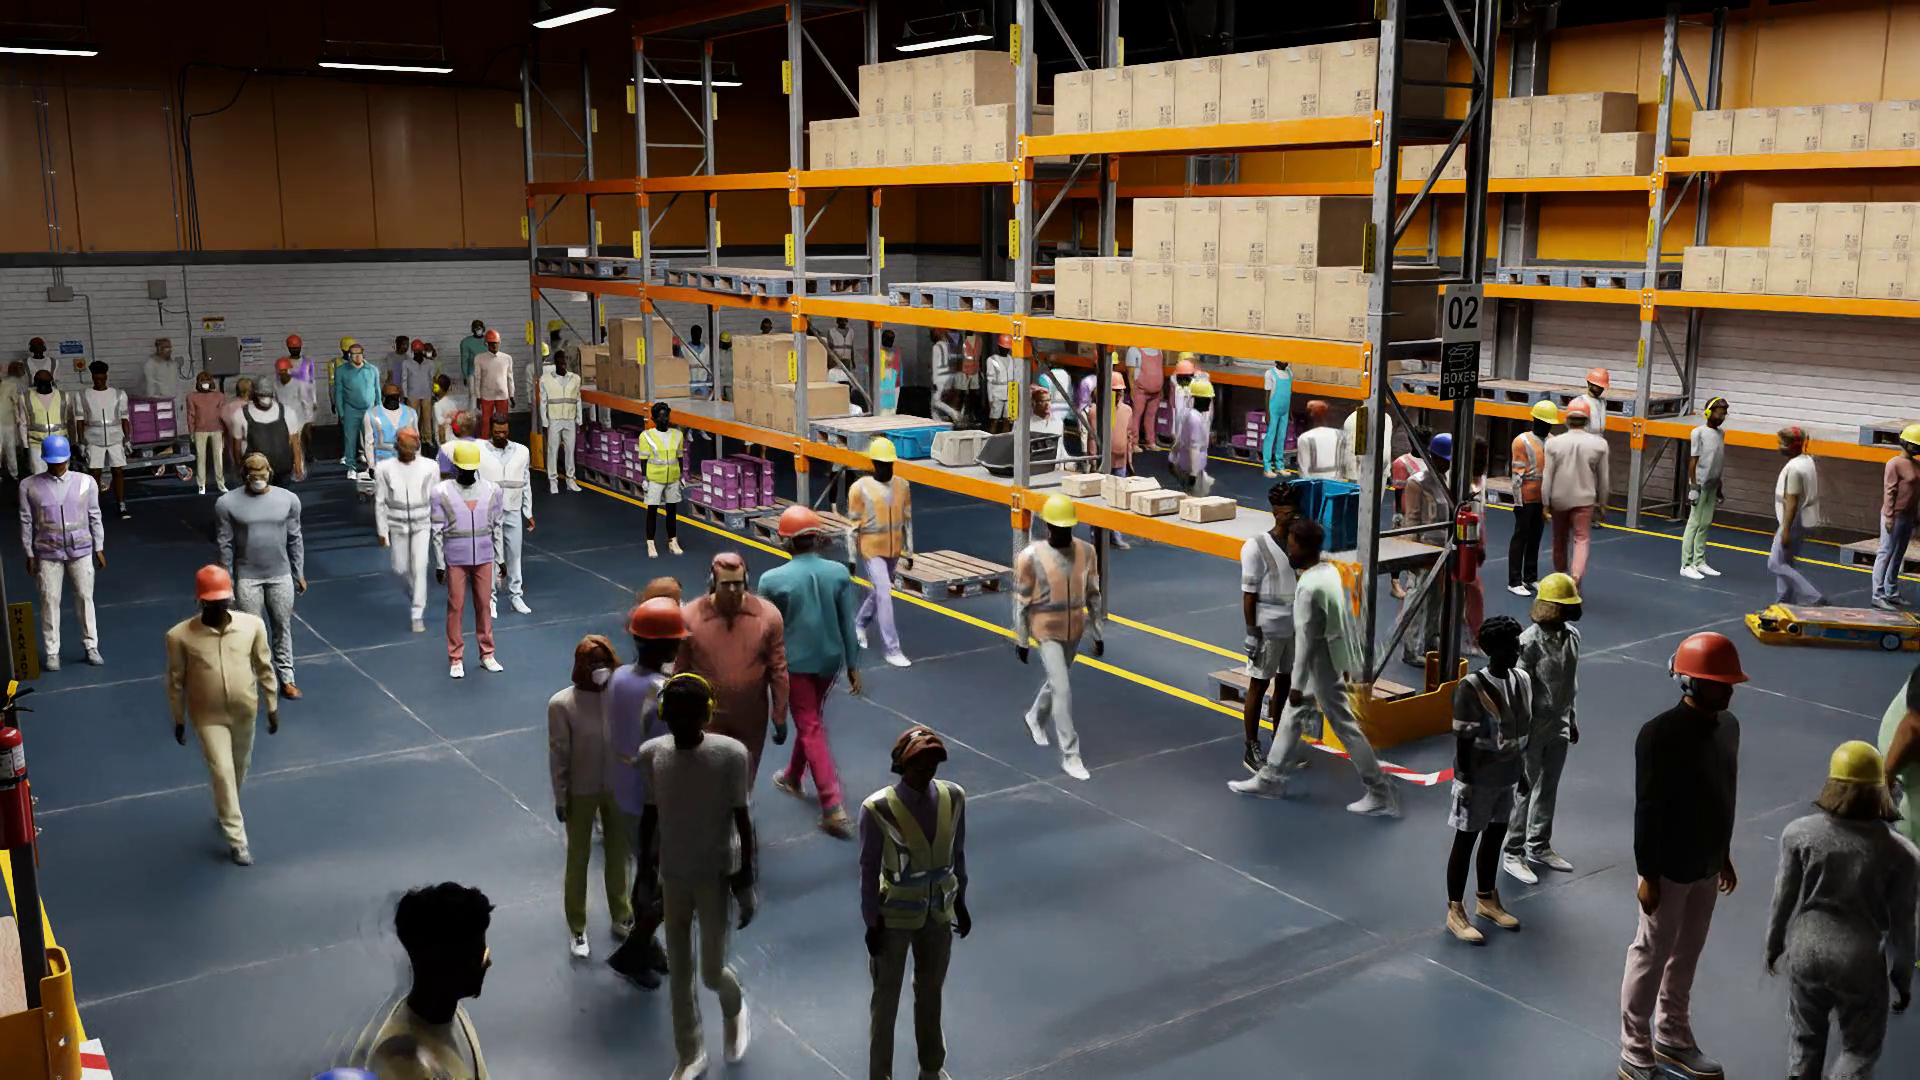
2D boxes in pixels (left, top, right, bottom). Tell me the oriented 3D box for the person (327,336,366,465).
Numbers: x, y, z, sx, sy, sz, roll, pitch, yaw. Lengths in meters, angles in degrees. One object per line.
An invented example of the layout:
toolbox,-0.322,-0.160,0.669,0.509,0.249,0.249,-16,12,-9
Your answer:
person,-9.111,-2.088,24.853,0.585,1.917,0.380,-7,13,-33

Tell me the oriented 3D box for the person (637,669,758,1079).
person,-1.110,1.428,7.041,0.566,1.849,0.442,3,11,13

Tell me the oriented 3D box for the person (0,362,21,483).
person,-13.277,-1.635,22.980,0.562,1.742,0.337,-7,13,-33

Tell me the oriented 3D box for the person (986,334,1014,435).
person,0.655,-2.172,25.258,0.543,1.928,0.372,-7,13,-33

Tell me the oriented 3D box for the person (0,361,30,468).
person,-13.770,-1.802,24.202,0.741,1.603,0.513,1,11,3

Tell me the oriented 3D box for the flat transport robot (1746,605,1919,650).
flat transport robot,7.723,0.749,14.562,1.431,0.197,0.652,3,11,15

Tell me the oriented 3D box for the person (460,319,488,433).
person,-8.205,-2.799,28.436,0.627,1.940,0.372,-7,13,-33

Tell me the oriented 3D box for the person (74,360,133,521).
person,-10.414,-1.209,20.247,0.604,1.959,0.377,-7,13,-33

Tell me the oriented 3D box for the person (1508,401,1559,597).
person,5.634,-0.413,16.284,0.585,1.917,0.380,-7,13,-33

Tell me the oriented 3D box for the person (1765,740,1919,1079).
person,3.341,1.629,6.361,0.523,1.715,0.539,10,15,41

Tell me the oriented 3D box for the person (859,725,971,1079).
person,-0.187,1.561,6.896,0.514,1.640,0.309,-7,13,-33

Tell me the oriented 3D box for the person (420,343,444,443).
person,-8.668,-2.406,27.207,0.498,1.634,0.280,-7,13,-33

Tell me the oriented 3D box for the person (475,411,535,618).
person,-4.252,-0.245,15.433,0.587,1.914,0.392,-7,13,-33

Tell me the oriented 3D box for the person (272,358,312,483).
person,-9.382,-1.668,23.190,0.571,1.729,0.666,4,12,18

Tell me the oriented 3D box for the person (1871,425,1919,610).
person,8.889,-0.216,15.686,0.524,1.760,0.326,-7,13,-33

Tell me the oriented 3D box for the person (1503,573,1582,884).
person,3.292,1.037,9.308,0.484,1.744,0.296,-7,13,-33

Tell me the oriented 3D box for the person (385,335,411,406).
person,-9.056,-2.392,26.717,0.854,1.815,0.517,8,13,34

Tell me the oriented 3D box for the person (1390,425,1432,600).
person,4.404,-0.275,16.155,0.533,1.692,0.319,-7,13,-33

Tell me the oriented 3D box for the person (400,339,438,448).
person,-8.577,-2.313,26.423,0.562,1.752,0.327,-7,13,-33

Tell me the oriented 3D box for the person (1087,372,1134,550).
person,1.668,-0.860,18.369,0.610,1.996,0.379,-7,13,-33

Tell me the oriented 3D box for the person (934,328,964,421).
person,-0.198,-3.063,30.064,0.541,1.841,0.607,8,14,35

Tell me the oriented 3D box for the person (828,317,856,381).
person,-2.283,-3.444,32.001,0.562,1.838,0.390,-7,13,-33

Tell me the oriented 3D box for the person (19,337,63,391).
person,-13.806,-2.103,25.023,0.573,1.883,0.355,-7,13,-33

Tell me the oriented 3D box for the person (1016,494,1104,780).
person,0.643,0.592,11.275,0.602,1.887,0.972,-6,12,-27

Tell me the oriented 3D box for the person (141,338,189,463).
person,-11.942,-2.083,24.902,0.543,1.886,0.662,4,12,21

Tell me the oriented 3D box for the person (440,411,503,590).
person,-4.871,-0.383,16.461,1.002,1.801,0.567,6,13,30

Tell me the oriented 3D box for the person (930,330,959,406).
person,-0.288,-3.458,31.931,0.597,1.906,1.027,-3,12,-17

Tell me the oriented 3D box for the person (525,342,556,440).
person,-6.434,-2.169,25.679,0.524,1.760,0.326,-7,13,-33

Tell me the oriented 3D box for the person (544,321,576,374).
person,-7.036,-2.867,28.927,0.593,1.875,0.983,6,12,27

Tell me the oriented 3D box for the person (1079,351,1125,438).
person,1.812,-1.528,21.753,0.617,2.015,0.795,-5,12,-23

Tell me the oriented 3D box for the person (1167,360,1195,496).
person,2.797,-1.271,20.673,0.454,1.917,0.568,7,13,33

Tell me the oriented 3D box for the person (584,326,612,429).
person,-6.067,-2.706,28.108,0.573,1.883,0.355,-7,13,-33

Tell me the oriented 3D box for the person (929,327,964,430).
person,-0.289,-2.743,28.379,0.693,1.861,0.588,3,11,15

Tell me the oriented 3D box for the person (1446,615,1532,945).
person,2.726,1.211,8.539,0.533,1.697,0.319,-7,13,-33

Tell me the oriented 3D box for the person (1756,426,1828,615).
person,7.620,-0.136,15.148,0.496,1.816,0.601,8,14,35

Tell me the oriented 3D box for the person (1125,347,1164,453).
person,2.949,-2.388,26.076,0.676,2.000,0.536,-7,13,-33

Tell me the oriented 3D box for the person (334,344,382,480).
person,-8.473,-1.814,23.481,0.639,1.910,0.407,-7,13,-33

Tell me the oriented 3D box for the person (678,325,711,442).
person,-4.353,-2.586,27.418,0.587,1.914,0.392,-7,13,-33

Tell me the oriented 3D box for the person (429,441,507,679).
person,-3.949,0.147,13.414,0.585,1.917,0.380,-7,13,-33

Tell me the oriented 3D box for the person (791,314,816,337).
person,-2.971,-3.432,31.978,0.589,1.822,0.403,-7,13,-33

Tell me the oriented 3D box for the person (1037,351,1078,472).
person,1.349,-1.747,23.405,0.882,1.813,0.632,10,15,41
